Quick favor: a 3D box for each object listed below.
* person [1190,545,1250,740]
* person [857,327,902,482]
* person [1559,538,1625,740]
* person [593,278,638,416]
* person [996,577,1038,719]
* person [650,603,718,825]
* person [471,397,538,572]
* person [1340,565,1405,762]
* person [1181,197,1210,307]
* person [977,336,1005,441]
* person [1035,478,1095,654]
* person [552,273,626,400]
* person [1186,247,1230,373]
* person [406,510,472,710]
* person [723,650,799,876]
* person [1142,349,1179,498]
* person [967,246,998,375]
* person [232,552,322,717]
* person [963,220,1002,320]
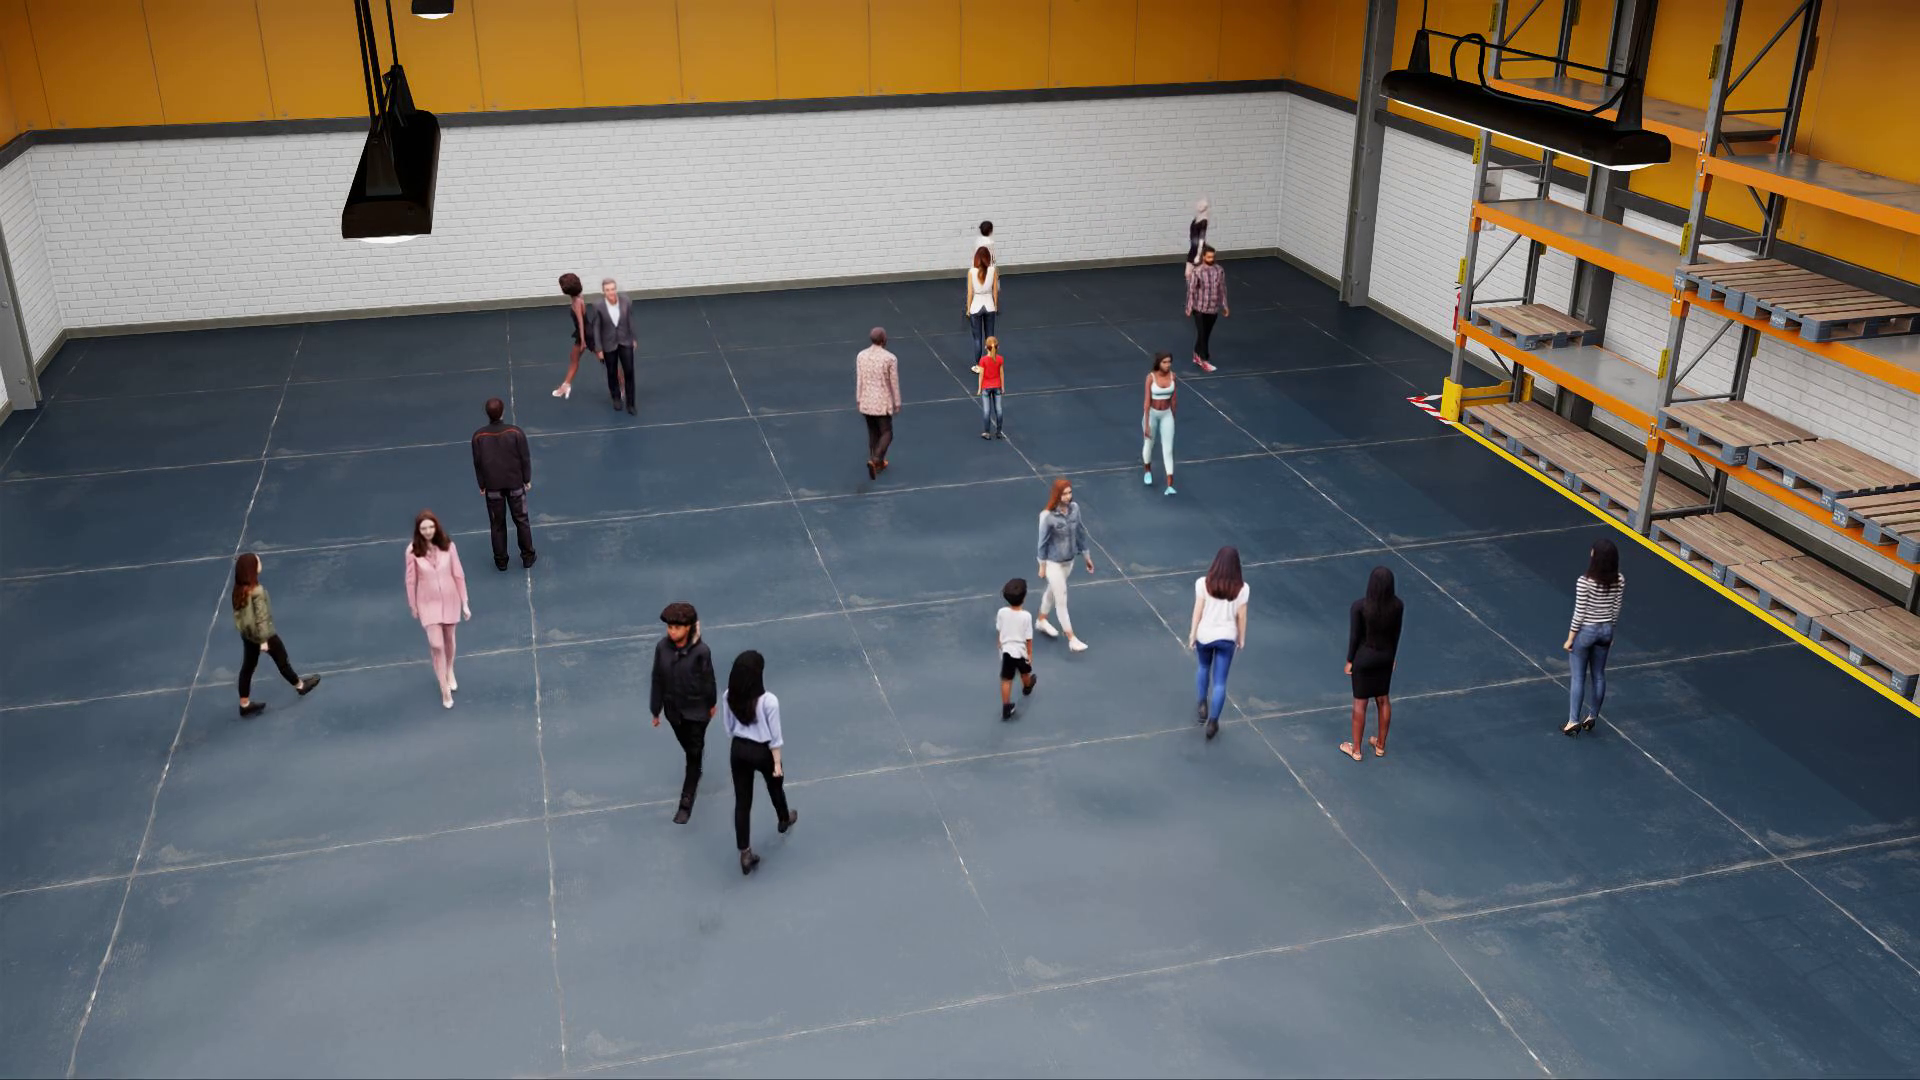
[{"bbox_3d":[2.135,0.897,13.919,0.802,1.654,0.896,5,24,12],"label":"person"},{"bbox_3d":[-0.999,-1.558,19.372,1.025,1.783,1.118,10,25,21],"label":"person"},{"bbox_3d":[5.280,0.822,13.912,0.575,1.795,0.495,-5,24,-12],"label":"person"},{"bbox_3d":[-4.473,-2.563,21.644,0.761,1.806,0.966,-8,25,-17],"label":"person"},{"bbox_3d":[0.448,0.955,14.315,0.788,1.230,0.915,8,25,19],"label":"person"},{"bbox_3d":[-2.123,1.262,12.992,0.948,1.728,1.204,4,24,9],"label":"person"},{"bbox_3d":[-4.678,-0.576,17.059,0.714,1.838,0.547,-5,24,-12],"label":"person"},{"bbox_3d":[3.376,0.991,13.621,0.608,1.720,0.502,-5,24,-12],"label":"person"},{"bbox_3d":[3.757,-4.480,26.034,0.693,1.801,0.548,-2,24,-5],"label":"person"},{"bbox_3d":[0.393,-1.897,20.741,0.483,1.308,0.468,-5,24,-12],"label":"person"},{"bbox_3d":[0.868,0.190,15.530,0.920,1.658,1.153,-19,30,-36],"label":"person"},{"bbox_3d":[-4.822,-2.631,21.934,0.616,1.697,1.149,-7,25,-16],"label":"person"},{"bbox_3d":[3.416,-3.266,23.348,0.797,1.729,1.039,-11,26,-23],"label":"person"},{"bbox_3d":[-4.584,0.529,14.607,0.738,1.775,0.928,-12,26,-26],"label":"person"},{"bbox_3d":[-1.546,1.650,12.120,1.008,1.714,1.141,8,25,17],"label":"person"},{"bbox_3d":[2.244,-1.377,19.087,0.678,1.681,1.155,-3,24,-6],"label":"person"},{"bbox_3d":[0.318,-3.200,23.128,0.578,1.785,0.514,-5,24,-12],"label":"person"},{"bbox_3d":[-6.105,0.845,14.307,0.993,1.438,0.999,18,29,35],"label":"person"},{"bbox_3d":[0.334,-4.118,25.547,0.898,1.529,0.988,-20,31,-39],"label":"person"}]
